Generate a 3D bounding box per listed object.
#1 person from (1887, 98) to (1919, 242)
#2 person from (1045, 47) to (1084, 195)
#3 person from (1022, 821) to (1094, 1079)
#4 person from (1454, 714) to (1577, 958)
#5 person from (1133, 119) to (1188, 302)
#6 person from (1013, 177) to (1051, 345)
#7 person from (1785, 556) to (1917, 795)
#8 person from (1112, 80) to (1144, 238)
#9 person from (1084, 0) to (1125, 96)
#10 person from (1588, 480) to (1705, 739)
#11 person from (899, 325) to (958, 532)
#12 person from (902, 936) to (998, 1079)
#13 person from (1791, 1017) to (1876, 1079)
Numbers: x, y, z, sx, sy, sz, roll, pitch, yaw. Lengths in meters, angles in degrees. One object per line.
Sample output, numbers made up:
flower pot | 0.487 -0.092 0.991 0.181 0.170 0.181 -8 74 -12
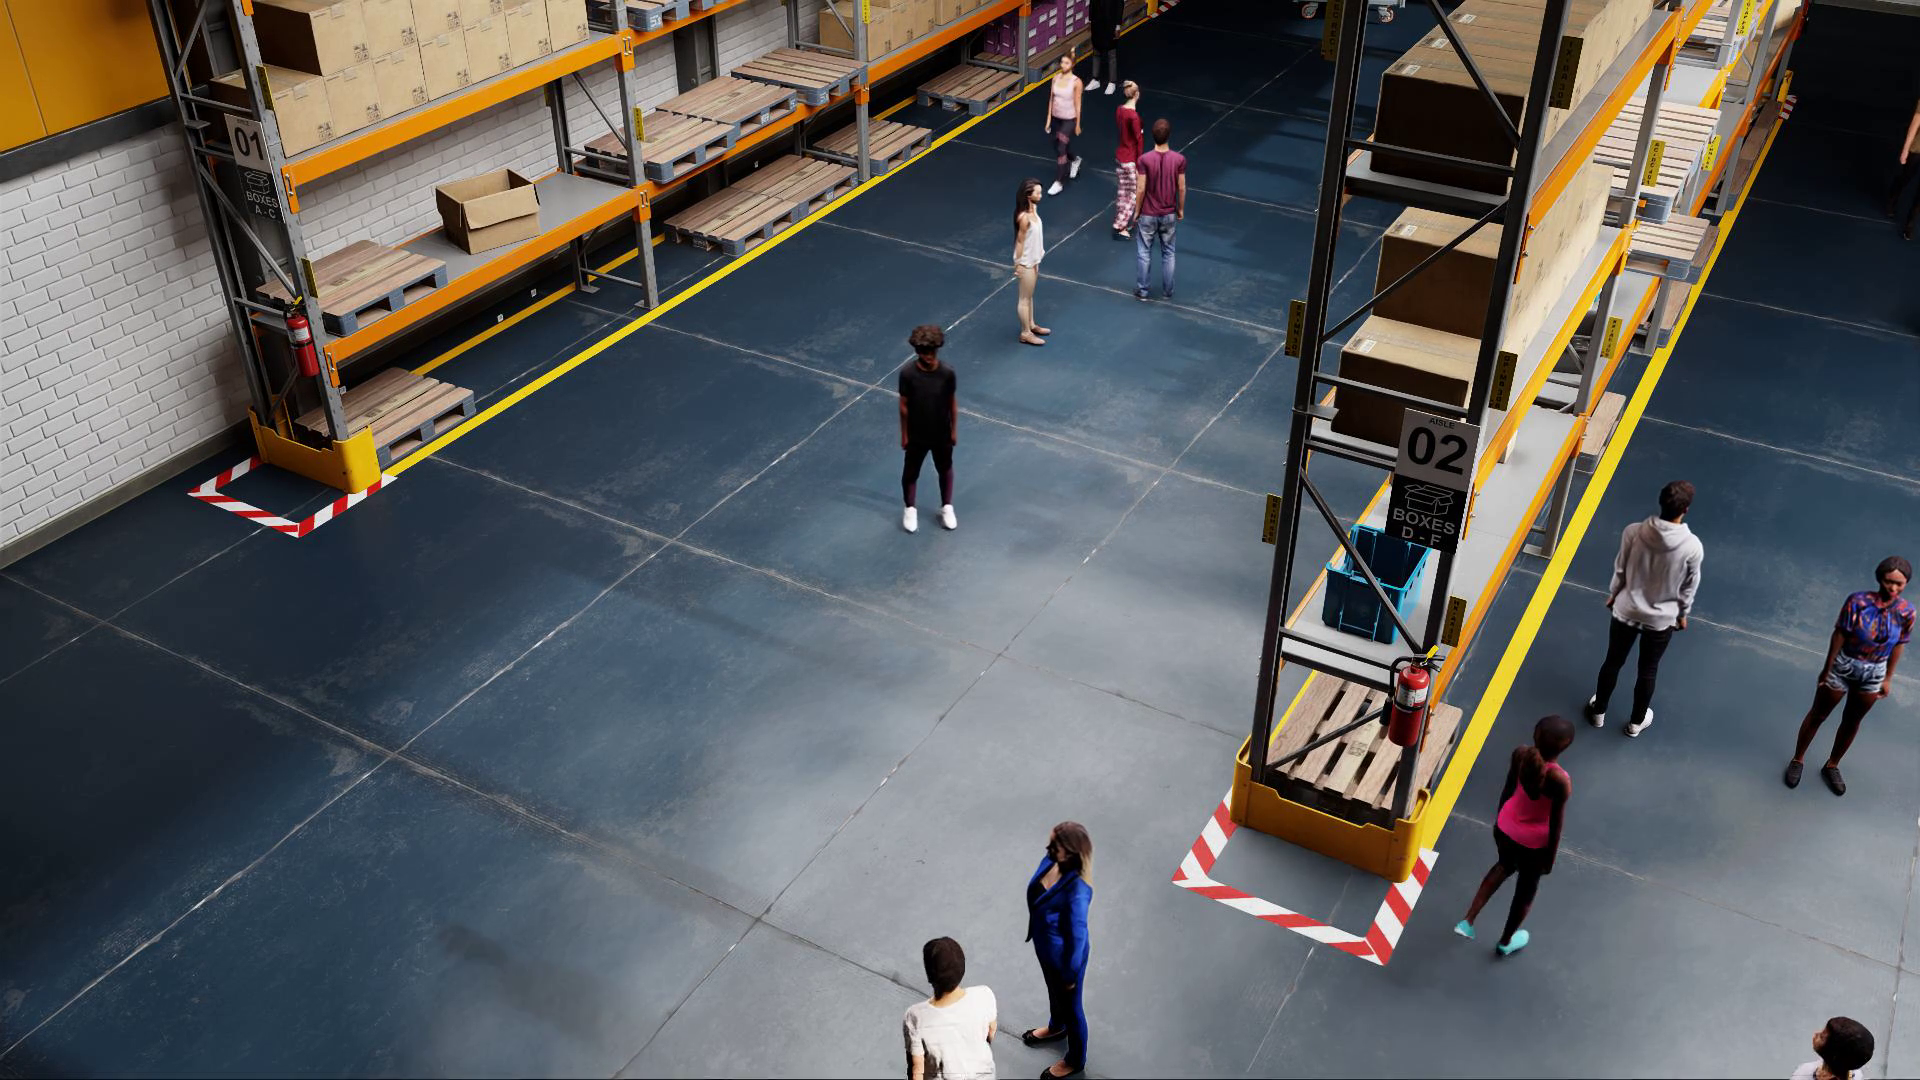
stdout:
person | 10.507 -4.274 18.150 0.880 1.818 1.288 9 35 13
person | 1.242 -4.865 19.220 0.687 1.617 1.057 25 41 33
person | 0.538 2.116 8.643 0.761 1.700 0.706 -9 35 -14
person | 3.074 1.689 9.278 0.850 1.710 0.744 -20 38 -27
person | 1.985 -3.298 16.653 0.732 1.850 0.738 -2 34 -4
person | 0.633 -2.682 15.905 0.673 1.652 0.606 -6 34 -9
person | 5.660 0.845 10.518 0.639 1.741 0.600 9 35 13
person | 1.817 -4.124 18.038 0.808 1.693 0.789 -11 35 -16
person | 1.938 -6.829 22.045 0.643 1.762 0.538 19 38 26
person | 4.511 0.457 10.931 0.670 1.931 0.585 17 37 23
person | -0.246 -0.898 13.106 0.707 1.779 0.742 -3 34 -4
person | 0.007 2.623 7.896 1.093 1.682 1.178 -7 34 -10
person | 3.966 2.832 7.707 0.724 1.544 0.822 26 42 34
